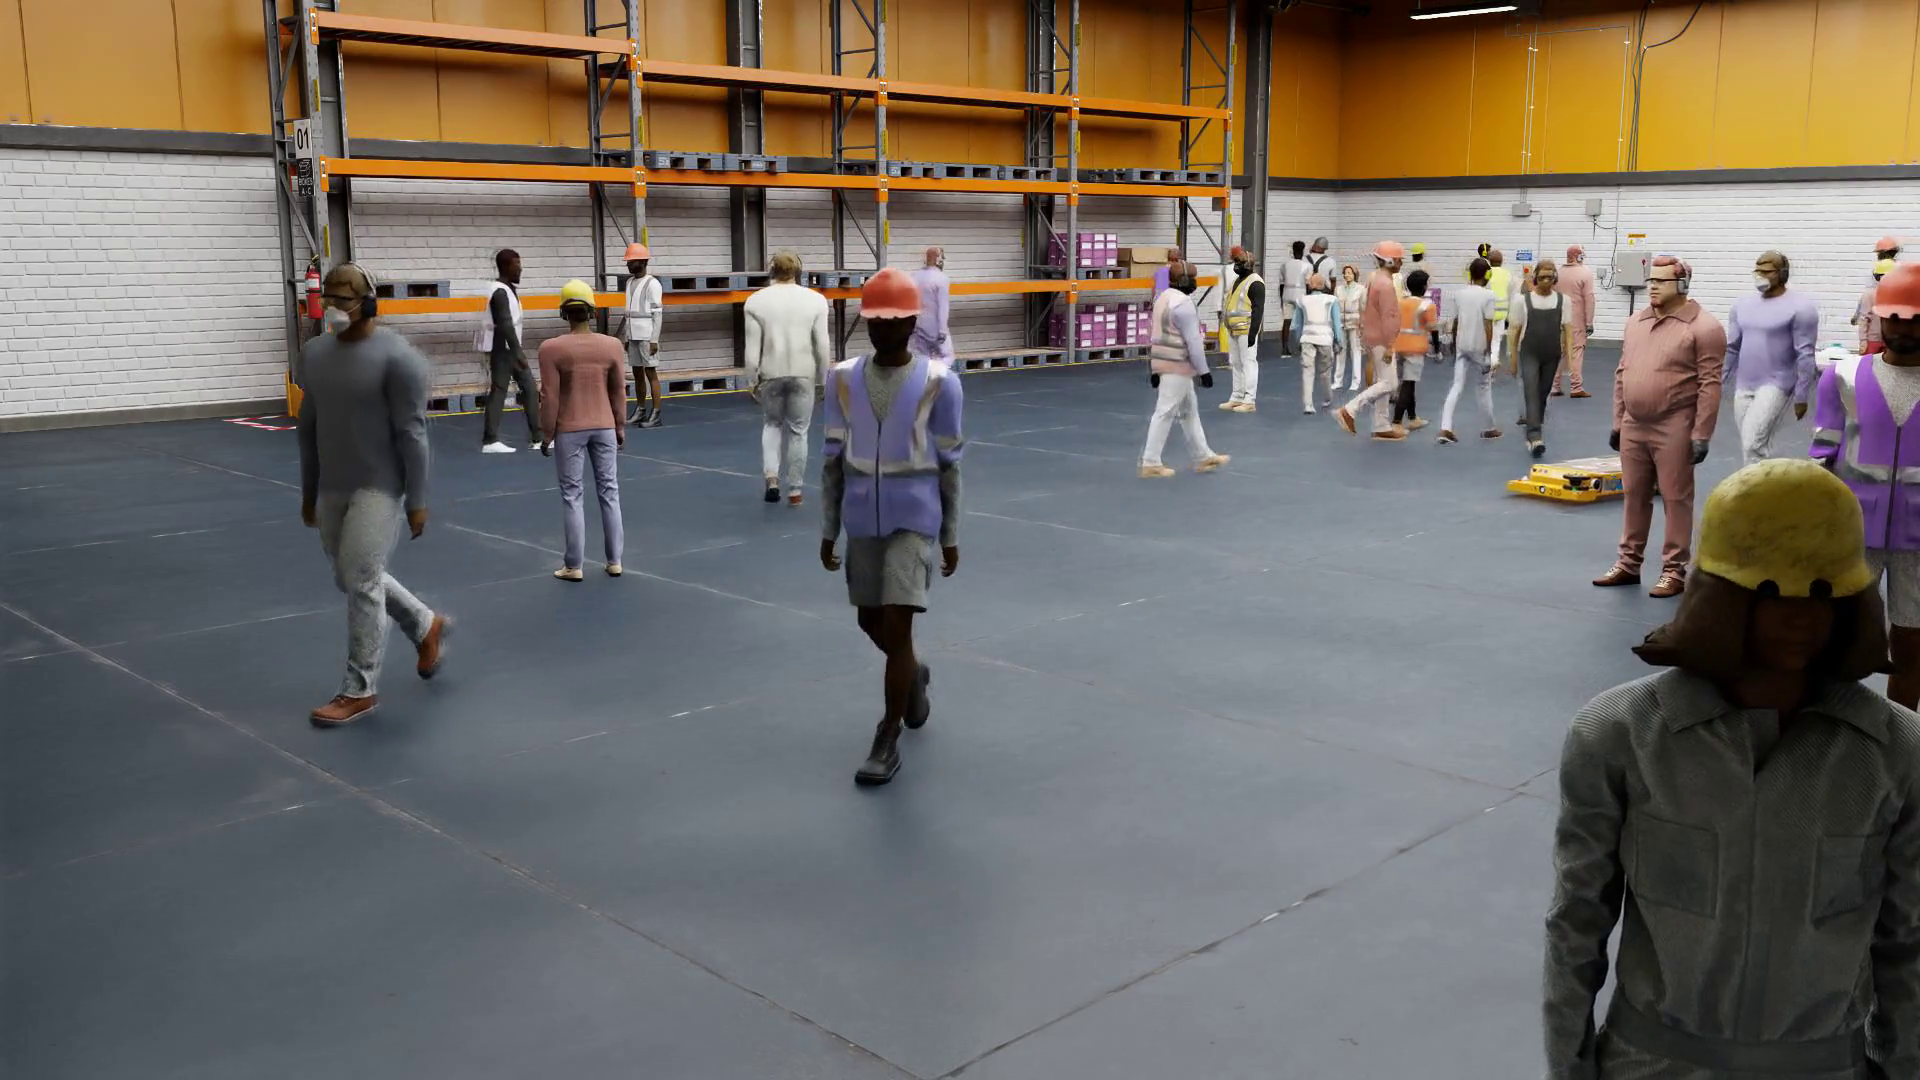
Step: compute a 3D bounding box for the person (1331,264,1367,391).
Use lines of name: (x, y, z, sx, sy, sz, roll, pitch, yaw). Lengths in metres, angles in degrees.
person: (5.092, -2.781, 21.792, 0.515, 1.645, 0.309, 9, 14, 41)

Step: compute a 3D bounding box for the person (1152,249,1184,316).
person: (3.193, -3.555, 25.548, 0.562, 1.807, 0.681, -9, 14, -41)

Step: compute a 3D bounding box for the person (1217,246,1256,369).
person: (4.261, -3.541, 25.339, 0.595, 1.855, 0.725, 6, 12, 31)

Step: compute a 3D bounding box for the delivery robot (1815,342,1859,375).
delivery robot: (11.970, -2.459, 22.752, 0.477, 0.478, 0.707, -5, 12, -28)

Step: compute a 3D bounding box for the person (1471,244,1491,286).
person: (9.490, -4.457, 30.333, 0.309, 1.863, 0.535, -2, 11, -9)

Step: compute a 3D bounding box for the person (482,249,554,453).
person: (-4.088, -1.740, 15.460, 0.869, 1.886, 0.599, 0, 10, -2)

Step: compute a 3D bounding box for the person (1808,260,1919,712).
person: (3.299, -0.016, 5.919, 0.552, 1.932, 0.377, 6, 12, 28)

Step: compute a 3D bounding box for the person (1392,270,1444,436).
person: (4.643, -1.889, 16.854, 0.793, 1.662, 0.538, -6, 12, -32)

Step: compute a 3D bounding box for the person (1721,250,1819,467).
person: (5.396, -1.006, 11.362, 0.719, 1.919, 0.641, -4, 11, -20)

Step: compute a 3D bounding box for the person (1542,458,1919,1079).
person: (1.038, 0.753, 2.248, 0.494, 1.742, 0.306, 3, 11, 15)

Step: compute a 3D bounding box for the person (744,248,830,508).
person: (-1.271, -1.196, 12.367, 0.624, 1.926, 0.426, 0, 10, 2)

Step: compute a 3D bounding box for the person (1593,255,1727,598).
person: (3.931, -0.634, 9.370, 0.402, 1.909, 0.639, -6, 12, -29)

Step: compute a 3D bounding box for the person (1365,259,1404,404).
person: (5.124, -2.593, 19.991, 0.542, 1.928, 0.374, -6, 12, -28)

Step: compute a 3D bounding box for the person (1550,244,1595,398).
person: (7.671, -2.738, 20.838, 0.405, 1.911, 0.636, -7, 13, -35)

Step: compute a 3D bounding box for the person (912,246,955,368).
person: (-0.322, -2.511, 19.656, 0.416, 1.894, 0.661, -10, 14, -43)

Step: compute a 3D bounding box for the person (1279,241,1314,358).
person: (5.629, -4.011, 27.741, 0.626, 1.913, 0.973, 7, 12, 32)

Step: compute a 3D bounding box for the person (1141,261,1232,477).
person: (1.932, -1.419, 13.936, 0.917, 1.803, 0.632, -1, 10, -8)

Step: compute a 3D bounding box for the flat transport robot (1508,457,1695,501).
flat transport robot: (5.056, -0.496, 13.080, 1.431, 0.197, 0.652, -7, 12, -32)

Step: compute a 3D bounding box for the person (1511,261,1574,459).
person: (5.318, -1.641, 15.183, 0.522, 1.779, 1.010, 1, 10, 7)

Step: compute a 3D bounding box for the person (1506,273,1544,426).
person: (6.054, -2.011, 17.638, 0.526, 1.619, 0.352, 0, 10, 2)

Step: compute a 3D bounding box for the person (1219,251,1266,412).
person: (3.247, -2.392, 19.135, 0.429, 1.844, 0.622, -3, 11, -17)

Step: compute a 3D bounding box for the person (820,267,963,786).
person: (-0.245, -0.091, 6.393, 0.549, 1.911, 0.890, 3, 11, 17)

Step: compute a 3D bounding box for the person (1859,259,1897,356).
person: (9.946, -2.148, 18.006, 0.534, 1.767, 0.319, -5, 11, -25)

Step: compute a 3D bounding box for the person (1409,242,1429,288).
person: (8.344, -4.459, 30.276, 0.458, 1.888, 0.626, 3, 11, 16)

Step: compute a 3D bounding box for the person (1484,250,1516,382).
person: (7.317, -3.062, 22.831, 0.643, 1.824, 0.548, -2, 11, -12)

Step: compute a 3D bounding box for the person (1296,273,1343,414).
person: (4.123, -2.250, 19.052, 0.571, 1.578, 0.884, 4, 11, 20)

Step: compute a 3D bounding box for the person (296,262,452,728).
person: (-2.496, -0.221, 7.084, 0.636, 1.918, 0.836, 5, 12, 25)

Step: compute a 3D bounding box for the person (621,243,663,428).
person: (-3.375, -2.152, 17.561, 0.552, 1.937, 0.356, 9, 14, 42)

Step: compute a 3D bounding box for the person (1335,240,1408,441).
person: (4.076, -1.937, 16.276, 0.617, 1.979, 0.633, 1, 10, 7)

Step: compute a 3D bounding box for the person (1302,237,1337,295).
person: (6.174, -4.246, 28.696, 0.694, 2.000, 1.000, 6, 12, 28)

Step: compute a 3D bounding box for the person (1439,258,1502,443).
person: (5.025, -1.853, 16.328, 0.994, 1.808, 0.525, -10, 14, -44)

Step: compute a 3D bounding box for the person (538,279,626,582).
person: (-2.213, -0.638, 9.773, 0.533, 1.767, 0.305, -7, 13, -34)

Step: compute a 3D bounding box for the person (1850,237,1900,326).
person: (12.280, -3.043, 22.301, 0.616, 1.982, 1.059, -5, 12, -27)
